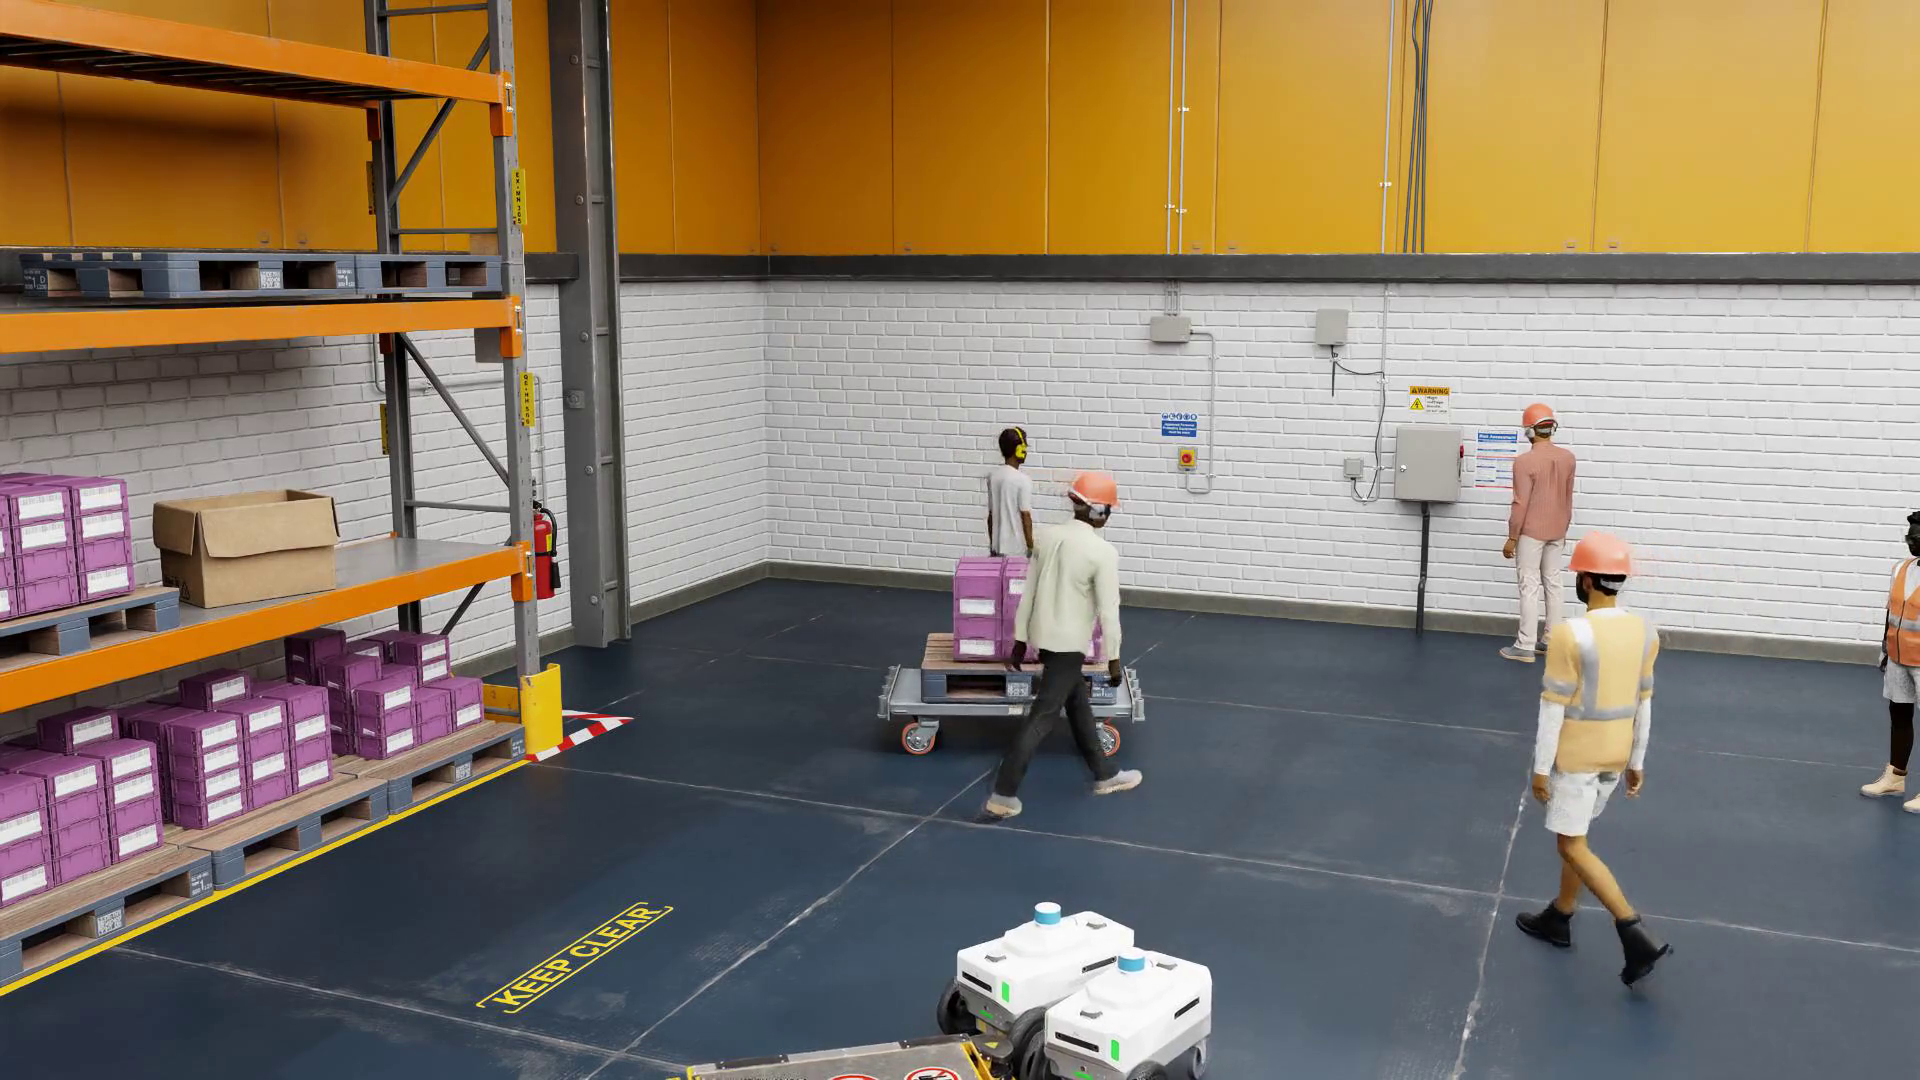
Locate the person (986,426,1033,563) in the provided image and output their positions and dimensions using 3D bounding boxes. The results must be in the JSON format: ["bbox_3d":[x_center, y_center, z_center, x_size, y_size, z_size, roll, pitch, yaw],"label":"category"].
[{"bbox_3d":[0.354,0.090,12.297,0.669,1.851,0.540,-6,11,-32],"label":"person"}]

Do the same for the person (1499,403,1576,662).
[{"bbox_3d":[4.431,-0.055,12.783,0.609,1.986,0.391,-5,10,-27],"label":"person"}]

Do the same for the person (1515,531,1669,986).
[{"bbox_3d":[2.746,0.920,7.114,0.551,1.910,0.845,-4,10,-24],"label":"person"}]

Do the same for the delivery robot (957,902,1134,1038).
[{"bbox_3d":[0.341,1.655,6.466,0.707,0.478,0.477,-7,12,-37],"label":"delivery robot"}]

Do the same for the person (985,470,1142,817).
[{"bbox_3d":[0.566,0.576,9.238,1.105,1.909,0.624,-6,11,-33],"label":"person"}]

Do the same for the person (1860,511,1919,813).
[{"bbox_3d":[5.348,0.667,9.281,0.316,1.695,0.541,-2,10,-13],"label":"person"}]

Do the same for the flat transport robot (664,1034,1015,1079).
[{"bbox_3d":[-0.447,1.976,5.660,1.431,0.197,0.652,-2,10,-14],"label":"flat transport robot"}]

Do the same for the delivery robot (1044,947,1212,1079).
[{"bbox_3d":[0.619,1.724,6.042,0.477,0.478,0.707,7,12,37],"label":"delivery robot"}]
